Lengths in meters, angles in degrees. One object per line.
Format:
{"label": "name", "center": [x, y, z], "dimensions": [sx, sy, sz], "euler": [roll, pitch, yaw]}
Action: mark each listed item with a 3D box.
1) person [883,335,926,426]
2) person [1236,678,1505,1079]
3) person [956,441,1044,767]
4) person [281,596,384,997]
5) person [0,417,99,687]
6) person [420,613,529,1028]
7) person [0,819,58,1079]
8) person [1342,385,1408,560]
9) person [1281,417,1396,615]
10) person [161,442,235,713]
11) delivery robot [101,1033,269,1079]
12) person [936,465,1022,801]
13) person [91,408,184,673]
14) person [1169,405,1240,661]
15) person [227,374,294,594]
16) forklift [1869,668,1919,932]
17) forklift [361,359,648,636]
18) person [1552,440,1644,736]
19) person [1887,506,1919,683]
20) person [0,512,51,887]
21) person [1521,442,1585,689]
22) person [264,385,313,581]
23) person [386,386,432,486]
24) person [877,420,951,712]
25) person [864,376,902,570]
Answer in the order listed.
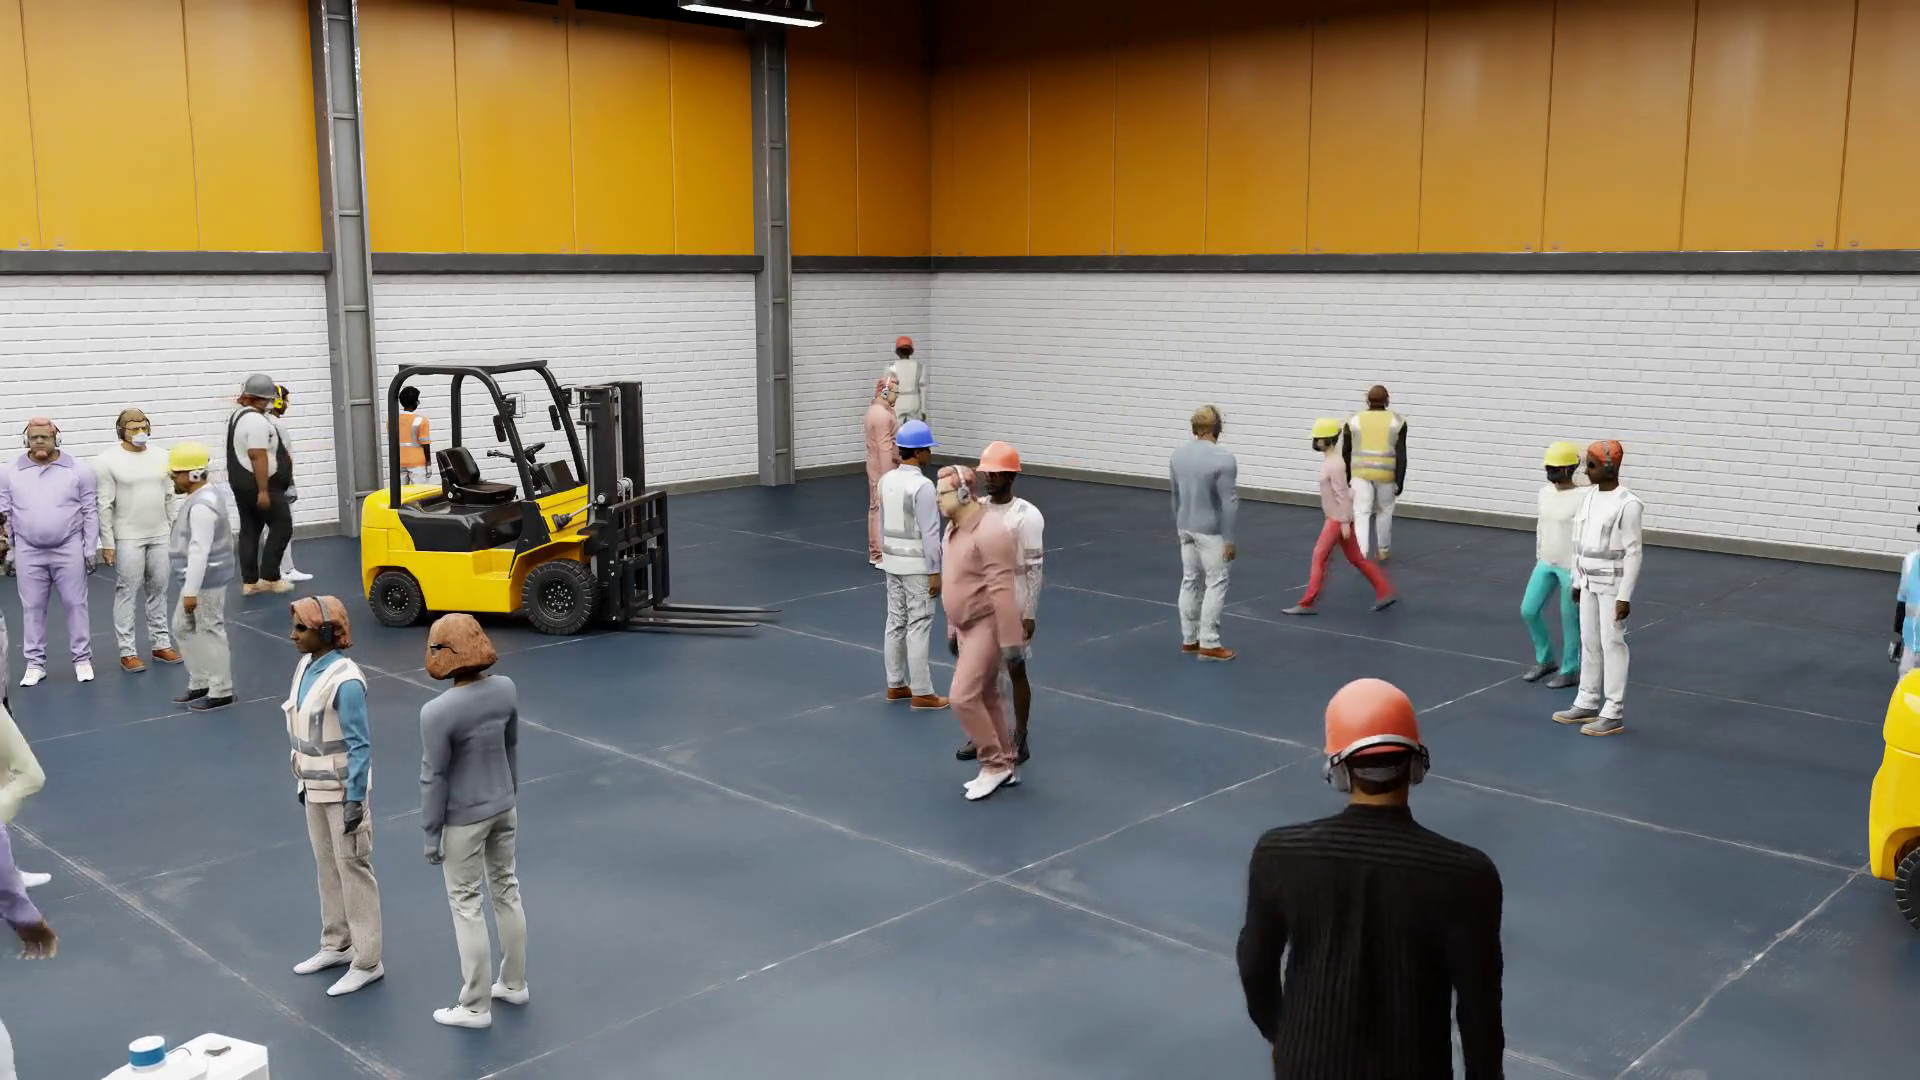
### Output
{"label": "person", "center": [-0.768, -1.852, 23.291], "dimensions": [0.630, 2.032, 0.594], "euler": [-2, 9, -11]}
{"label": "person", "center": [1.006, 1.322, 4.114], "dimensions": [0.656, 1.963, 0.461], "euler": [4, 10, 21]}
{"label": "person", "center": [0.230, 0.378, 9.898], "dimensions": [0.545, 1.942, 0.354], "euler": [6, 11, 34]}
{"label": "person", "center": [-2.570, 1.031, 6.816], "dimensions": [0.306, 1.639, 0.524], "euler": [-9, 13, -43]}
{"label": "person", "center": [-6.472, 0.079, 11.826], "dimensions": [0.643, 1.913, 0.410], "euler": [-4, 10, -22]}
{"label": "person", "center": [-1.907, 1.089, 6.517], "dimensions": [0.280, 1.625, 0.493], "euler": [5, 11, 28]}
{"label": "person", "center": [-2.981, 1.223, 4.891], "dimensions": [1.019, 1.884, 0.647], "euler": [-2, 9, -12]}
{"label": "person", "center": [4.126, -0.639, 16.570], "dimensions": [0.631, 1.791, 0.951], "euler": [3, 10, 17]}
{"label": "person", "center": [3.280, -0.198, 14.152], "dimensions": [0.953, 1.708, 0.534], "euler": [1, 9, 8]}
{"label": "person", "center": [-5.083, 0.258, 10.989], "dimensions": [0.547, 1.817, 0.627], "euler": [-4, 10, -25]}
{"label": "delivery robot", "center": [-2.514, 1.792, 5.182], "dimensions": [0.477, 0.478, 0.707], "euler": [4, 10, 24]}
{"label": "person", "center": [0.117, 0.512, 9.277], "dimensions": [0.504, 1.873, 0.666], "euler": [-3, 10, -20]}
{"label": "person", "center": [-6.043, -0.008, 12.274], "dimensions": [0.357, 1.938, 0.638], "euler": [6, 11, 31]}
{"label": "person", "center": [1.841, -0.047, 12.542], "dimensions": [0.380, 1.929, 0.674], "euler": [-7, 12, -37]}
{"label": "person", "center": [-6.308, -0.502, 14.992], "dimensions": [0.542, 2.000, 0.771], "euler": [-8, 12, -41]}
{"label": "forklift", "center": [5.205, 0.723, 7.013], "dimensions": [2.313, 2.155, 1.214], "euler": [9, 13, 43]}
{"label": "forklift", "center": [-3.850, -0.407, 13.936], "dimensions": [2.313, 2.155, 1.214], "euler": [2, 9, 11]}
{"label": "person", "center": [4.081, 0.298, 10.563], "dimensions": [0.362, 1.886, 0.576], "euler": [-2, 9, -11]}
{"label": "person", "center": [5.434, 0.602, 9.314], "dimensions": [0.371, 1.680, 0.547], "euler": [-2, 9, -13]}
{"label": "person", "center": [-4.531, 0.768, 7.805], "dimensions": [0.378, 1.852, 0.511], "euler": [-6, 11, -35]}
{"label": "person", "center": [4.195, 0.185, 11.646], "dimensions": [0.439, 1.749, 0.536], "euler": [-5, 10, -26]}
{"label": "person", "center": [-6.437, -0.534, 15.741], "dimensions": [0.510, 1.861, 0.329], "euler": [7, 12, 38]}
{"label": "person", "center": [-5.927, -0.810, 17.954], "dimensions": [0.535, 1.691, 0.319], "euler": [3, 10, 17]}
{"label": "person", "center": [-0.317, 0.172, 11.141], "dimensions": [0.386, 1.948, 0.601], "euler": [-7, 11, -36]}
{"label": "person", "center": [-0.726, -0.658, 16.378], "dimensions": [0.405, 1.902, 0.636], "euler": [-2, 9, -11]}
